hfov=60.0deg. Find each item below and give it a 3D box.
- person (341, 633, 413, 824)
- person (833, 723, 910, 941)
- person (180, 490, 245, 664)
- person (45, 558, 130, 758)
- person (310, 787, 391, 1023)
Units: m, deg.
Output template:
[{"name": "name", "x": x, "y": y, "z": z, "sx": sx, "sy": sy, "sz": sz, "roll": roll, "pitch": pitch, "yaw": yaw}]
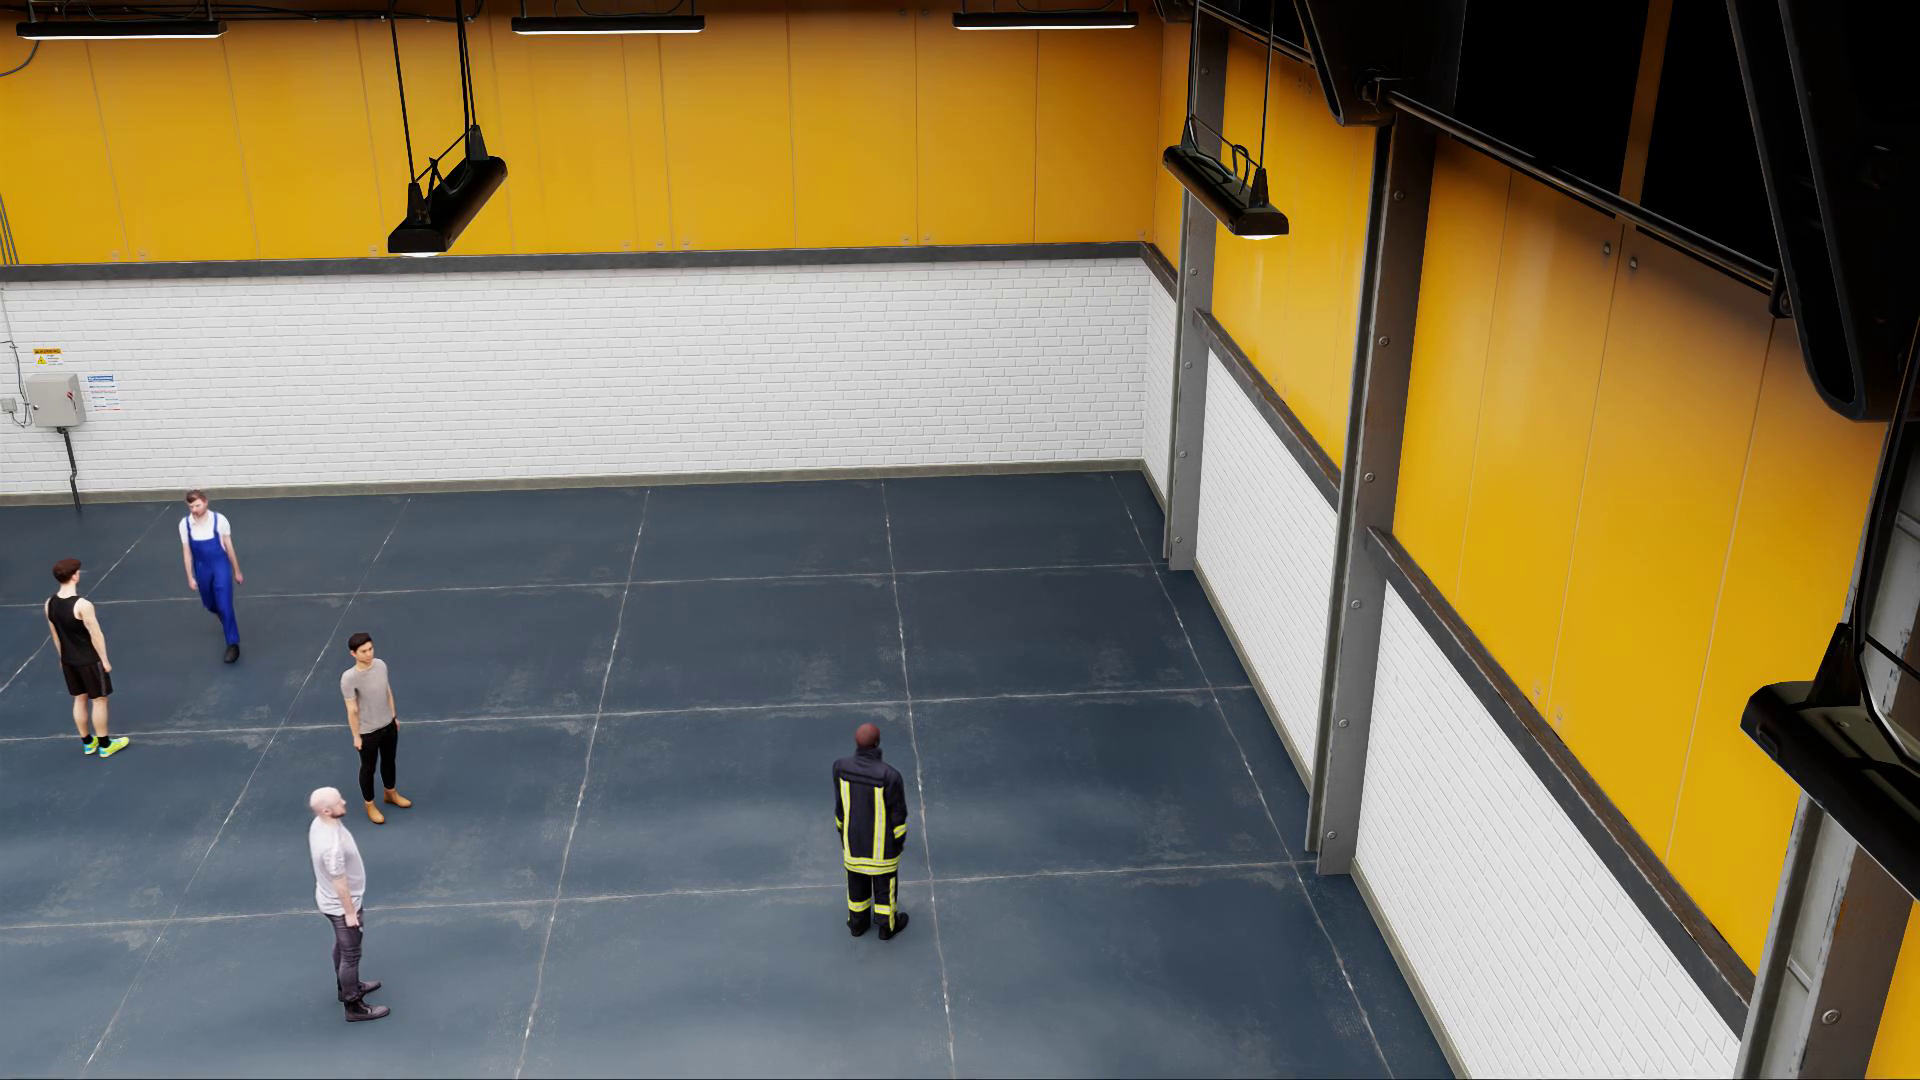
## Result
[{"name": "person", "x": -4.992, "y": 1.557, "z": 14.166, "sx": 0.745, "sy": 1.722, "sz": 0.659, "roll": 15, "pitch": 28, "yaw": 30}, {"name": "person", "x": -0.675, "y": 2.191, "z": 12.590, "sx": 0.854, "sy": 1.822, "sz": 0.849, "roll": 9, "pitch": 25, "yaw": 20}, {"name": "person", "x": -7.603, "y": 0.285, "z": 16.958, "sx": 0.830, "sy": 1.815, "sz": 1.244, "roll": -8, "pitch": 25, "yaw": -17}, {"name": "person", "x": -7.953, "y": 1.077, "z": 15.061, "sx": 0.748, "sy": 1.885, "sz": 0.718, "roll": 6, "pitch": 24, "yaw": 14}, {"name": "person", "x": -4.381, "y": 2.544, "z": 11.772, "sx": 0.799, "sy": 1.831, "sz": 0.645, "roll": -11, "pitch": 26, "yaw": -24}]
